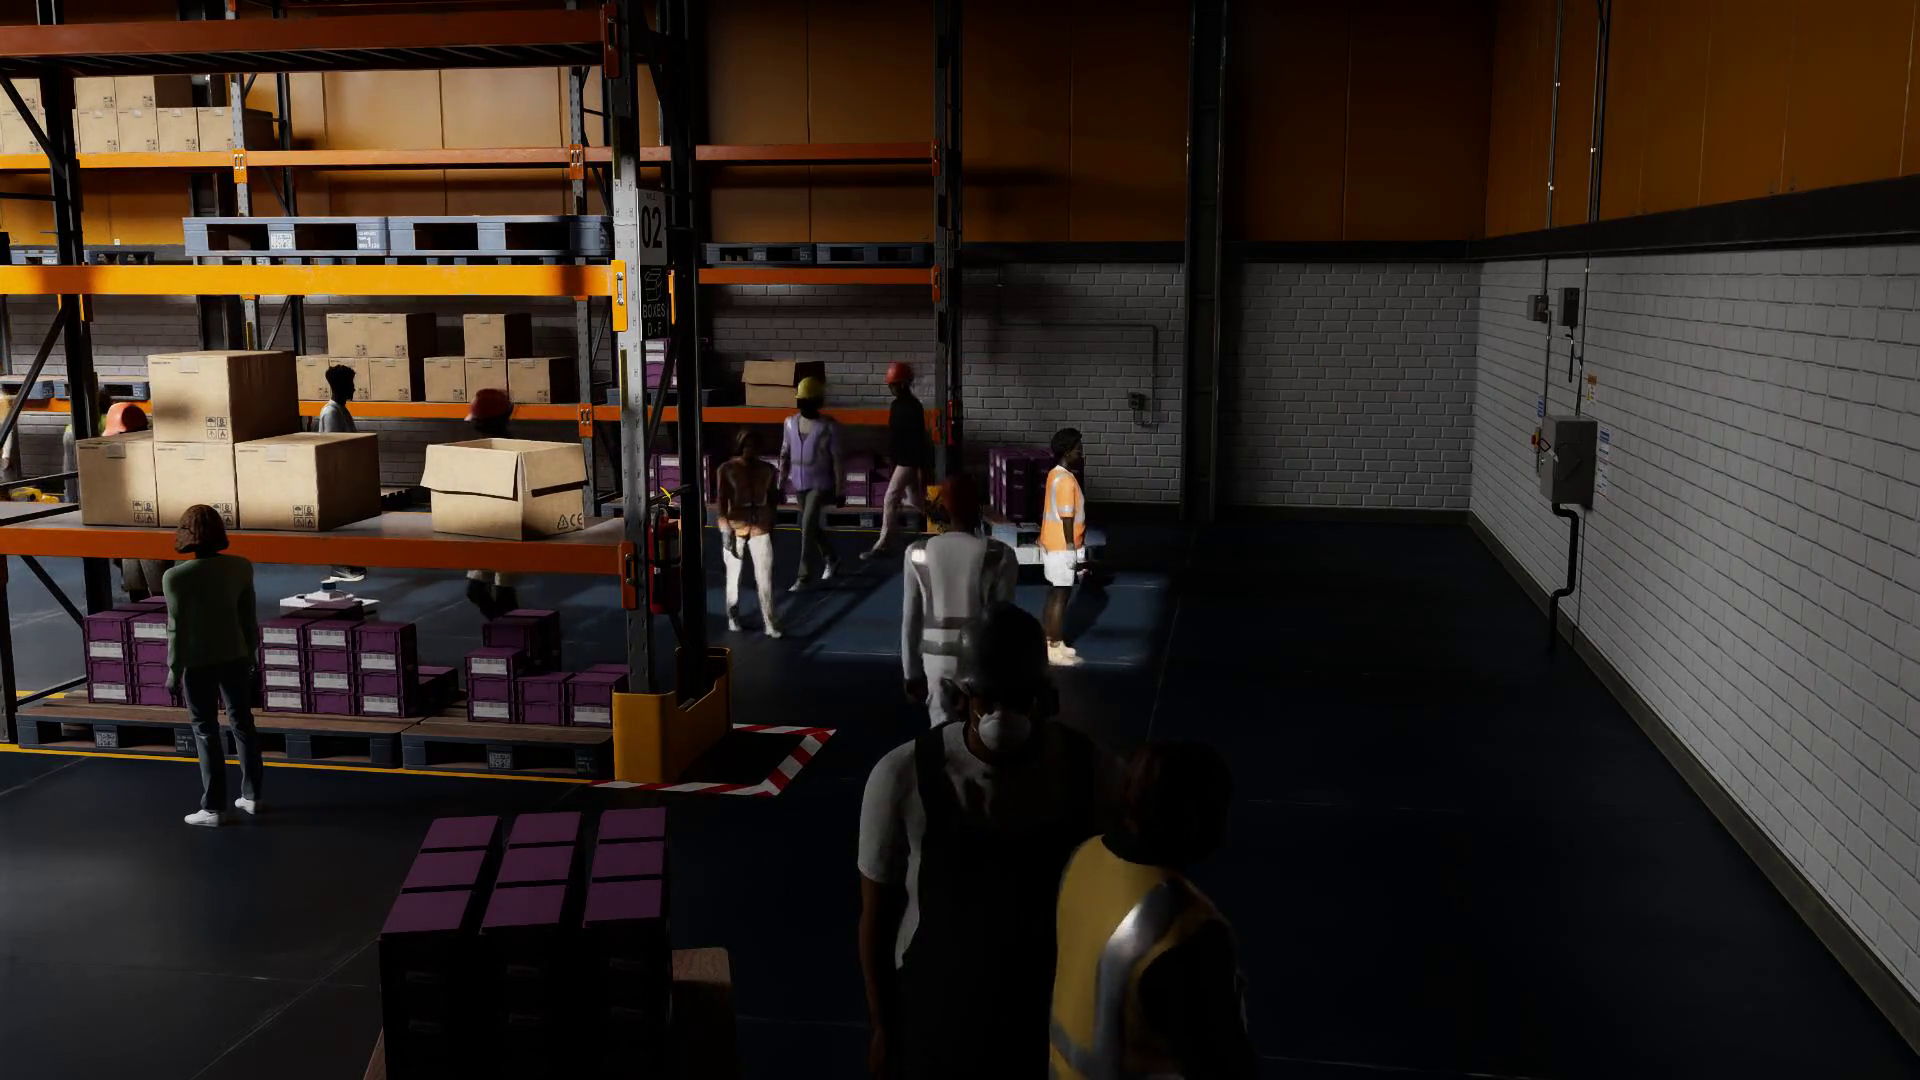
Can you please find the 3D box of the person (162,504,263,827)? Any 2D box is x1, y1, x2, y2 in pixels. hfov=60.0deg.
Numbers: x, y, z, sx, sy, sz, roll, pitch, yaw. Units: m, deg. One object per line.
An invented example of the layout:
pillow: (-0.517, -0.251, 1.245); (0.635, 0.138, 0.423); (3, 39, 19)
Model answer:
person: (-3.782, 0.631, 8.426); (0.265, 1.632, 0.507); (5, 11, 30)

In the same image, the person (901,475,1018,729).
person: (-0.013, 0.618, 7.879); (0.576, 1.851, 0.876); (2, 9, 9)

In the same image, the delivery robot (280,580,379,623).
delivery robot: (-4.572, 0.535, 12.072); (0.707, 0.478, 0.477); (4, 10, 22)

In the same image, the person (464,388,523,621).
person: (-3.140, -0.025, 11.310); (0.427, 2.019, 0.653); (-9, 12, -43)

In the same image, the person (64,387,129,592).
person: (-7.267, -0.393, 14.222); (0.669, 1.815, 0.610); (-7, 12, -38)

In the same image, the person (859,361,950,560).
person: (-0.466, -0.785, 16.281); (1.025, 1.948, 0.632); (-3, 10, -20)

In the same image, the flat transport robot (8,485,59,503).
flat transport robot: (-11.431, -0.465, 19.445); (0.652, 0.197, 1.431); (7, 11, 35)

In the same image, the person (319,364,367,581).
person: (-5.624, -0.615, 15.132); (0.362, 1.963, 0.614); (-2, 9, -15)

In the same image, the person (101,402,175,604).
person: (-5.543, 0.030, 11.254); (0.545, 1.927, 0.385); (4, 10, 26)

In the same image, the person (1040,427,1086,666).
person: (0.741, 0.043, 11.882); (0.317, 1.695, 0.540); (-1, 9, -6)

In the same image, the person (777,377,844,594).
person: (-1.286, -0.517, 14.781); (0.588, 1.889, 0.946); (6, 11, 31)

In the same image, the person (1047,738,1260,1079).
person: (0.411, 1.318, 3.731); (1.004, 1.787, 0.616); (-2, 9, -13)

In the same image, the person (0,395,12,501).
person: (-10.004, -0.885, 17.048); (0.553, 1.881, 1.029); (-3, 10, -18)

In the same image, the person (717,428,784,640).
person: (-1.622, -0.058, 12.794); (0.519, 1.624, 0.579); (-4, 10, -23)
